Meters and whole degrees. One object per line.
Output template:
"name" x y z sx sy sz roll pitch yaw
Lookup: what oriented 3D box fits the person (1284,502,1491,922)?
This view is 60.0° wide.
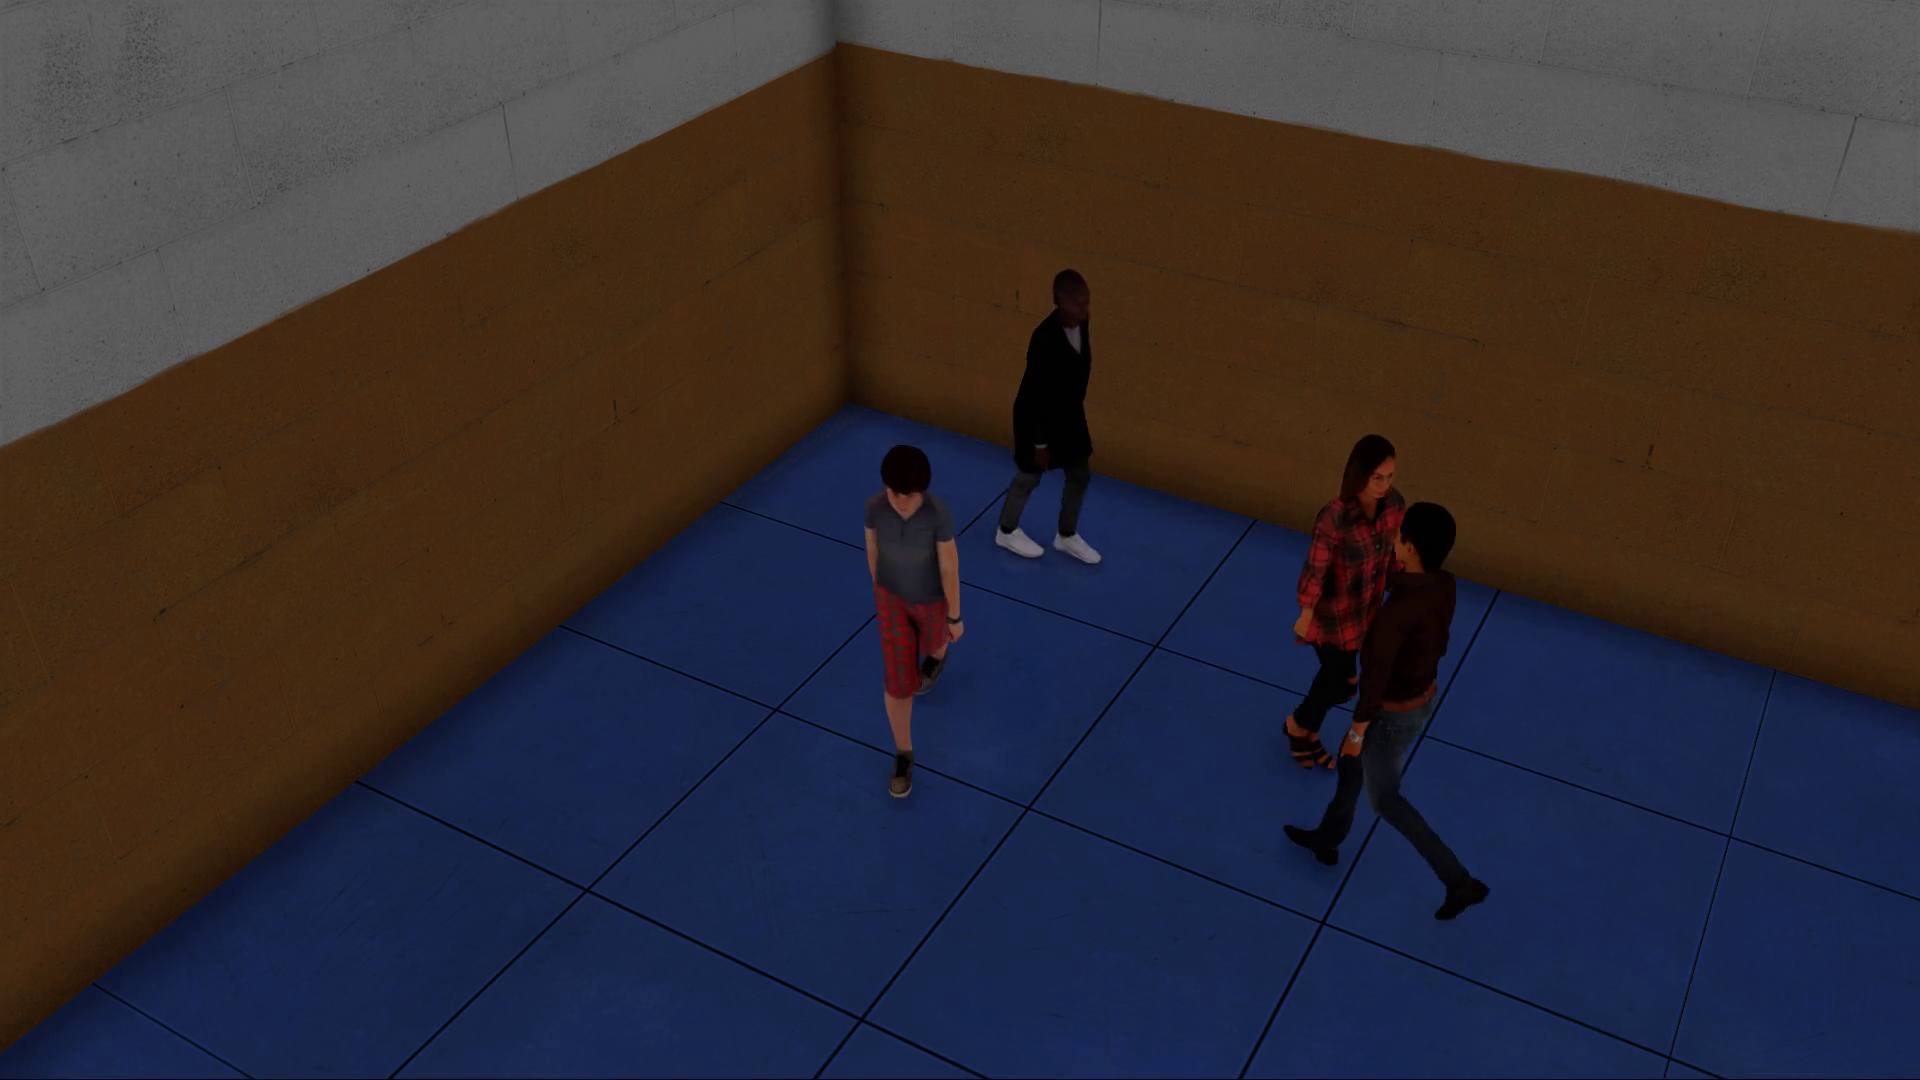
"person" 1.732 0.702 6.332 0.796 1.737 1.075 20 38 27

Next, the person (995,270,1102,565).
"person" 0.387 -0.633 8.360 0.808 1.714 0.794 21 39 28

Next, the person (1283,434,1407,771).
"person" 1.566 0.258 7.043 0.705 1.688 0.782 -22 39 -29

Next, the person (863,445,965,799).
"person" -0.194 0.212 7.189 0.892 1.590 1.261 6 34 9
